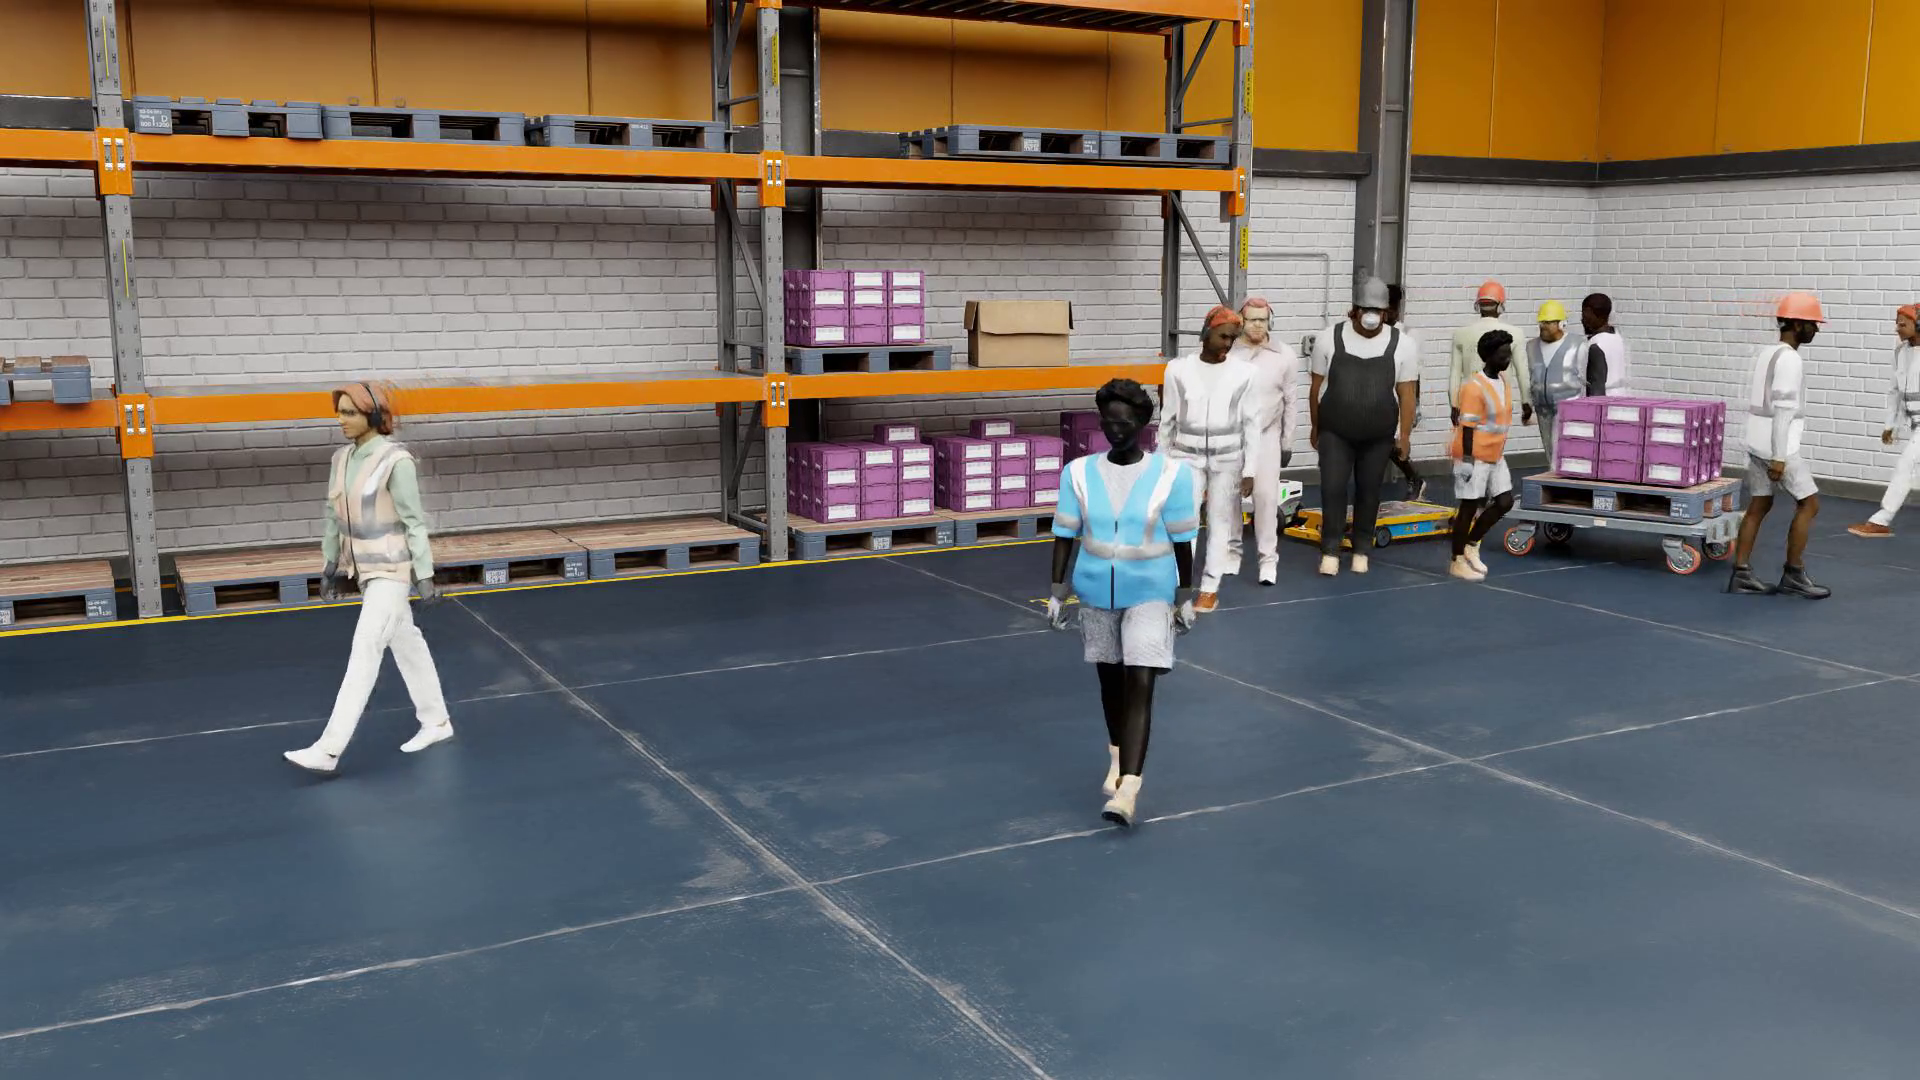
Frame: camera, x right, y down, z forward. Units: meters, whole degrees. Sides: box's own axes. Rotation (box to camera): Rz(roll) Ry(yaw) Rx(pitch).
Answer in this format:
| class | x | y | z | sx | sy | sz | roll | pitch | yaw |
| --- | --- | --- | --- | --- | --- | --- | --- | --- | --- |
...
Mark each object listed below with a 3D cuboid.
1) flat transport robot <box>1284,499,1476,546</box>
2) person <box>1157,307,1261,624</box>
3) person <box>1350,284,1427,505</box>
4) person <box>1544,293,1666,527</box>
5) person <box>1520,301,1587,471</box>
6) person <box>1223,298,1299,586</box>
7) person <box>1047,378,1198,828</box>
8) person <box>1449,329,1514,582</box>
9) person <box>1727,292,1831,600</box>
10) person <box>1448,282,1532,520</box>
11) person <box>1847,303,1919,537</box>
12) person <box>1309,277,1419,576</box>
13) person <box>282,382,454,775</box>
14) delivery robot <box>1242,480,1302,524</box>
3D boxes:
| class | x | y | z | sx | sy | sz | roll | pitch | yaw |
| --- | --- | --- | --- | --- | --- | --- | --- | --- | --- |
| flat transport robot | 3.235 | -0.139 | 12.703 | 1.431 | 0.197 | 0.652 | -6 | 11 | -31 |
| person | 1.427 | -0.427 | 9.689 | 0.614 | 1.834 | 0.929 | 2 | 10 | 12 |
| person | 3.607 | -1.171 | 13.930 | 0.562 | 1.936 | 0.701 | -6 | 11 | -32 |
| person | 5.093 | -0.996 | 13.043 | 0.834 | 1.881 | 0.596 | 7 | 12 | 37 |
| person | 5.076 | -1.149 | 14.276 | 0.814 | 1.784 | 0.605 | -8 | 12 | -41 |
| person | 1.896 | -0.653 | 10.974 | 0.662 | 1.869 | 0.791 | 2 | 9 | 9 |
| person | 0.580 | 0.230 | 6.243 | 0.549 | 1.652 | 0.856 | 4 | 10 | 23 |
| person | 3.413 | -0.544 | 10.895 | 0.552 | 1.670 | 0.390 | -9 | 13 | -44 |
| person | 5.202 | -0.579 | 10.374 | 0.719 | 1.911 | 0.563 | 2 | 9 | 10 |
| person | 4.413 | -1.153 | 13.823 | 0.629 | 1.951 | 0.894 | 7 | 12 | 38 |
| person | 7.449 | -0.910 | 12.769 | 1.054 | 1.814 | 0.584 | 0 | 9 | -1 |
| person | 2.685 | -0.756 | 11.085 | 0.707 | 2.000 | 0.817 | 2 | 9 | 11 |
| person | -2.465 | 0.154 | 6.854 | 0.542 | 1.590 | 0.859 | 8 | 12 | 40 |
| delivery robot | 2.287 | -0.368 | 12.951 | 0.707 | 0.478 | 0.477 | 7 | 12 | 37 |
